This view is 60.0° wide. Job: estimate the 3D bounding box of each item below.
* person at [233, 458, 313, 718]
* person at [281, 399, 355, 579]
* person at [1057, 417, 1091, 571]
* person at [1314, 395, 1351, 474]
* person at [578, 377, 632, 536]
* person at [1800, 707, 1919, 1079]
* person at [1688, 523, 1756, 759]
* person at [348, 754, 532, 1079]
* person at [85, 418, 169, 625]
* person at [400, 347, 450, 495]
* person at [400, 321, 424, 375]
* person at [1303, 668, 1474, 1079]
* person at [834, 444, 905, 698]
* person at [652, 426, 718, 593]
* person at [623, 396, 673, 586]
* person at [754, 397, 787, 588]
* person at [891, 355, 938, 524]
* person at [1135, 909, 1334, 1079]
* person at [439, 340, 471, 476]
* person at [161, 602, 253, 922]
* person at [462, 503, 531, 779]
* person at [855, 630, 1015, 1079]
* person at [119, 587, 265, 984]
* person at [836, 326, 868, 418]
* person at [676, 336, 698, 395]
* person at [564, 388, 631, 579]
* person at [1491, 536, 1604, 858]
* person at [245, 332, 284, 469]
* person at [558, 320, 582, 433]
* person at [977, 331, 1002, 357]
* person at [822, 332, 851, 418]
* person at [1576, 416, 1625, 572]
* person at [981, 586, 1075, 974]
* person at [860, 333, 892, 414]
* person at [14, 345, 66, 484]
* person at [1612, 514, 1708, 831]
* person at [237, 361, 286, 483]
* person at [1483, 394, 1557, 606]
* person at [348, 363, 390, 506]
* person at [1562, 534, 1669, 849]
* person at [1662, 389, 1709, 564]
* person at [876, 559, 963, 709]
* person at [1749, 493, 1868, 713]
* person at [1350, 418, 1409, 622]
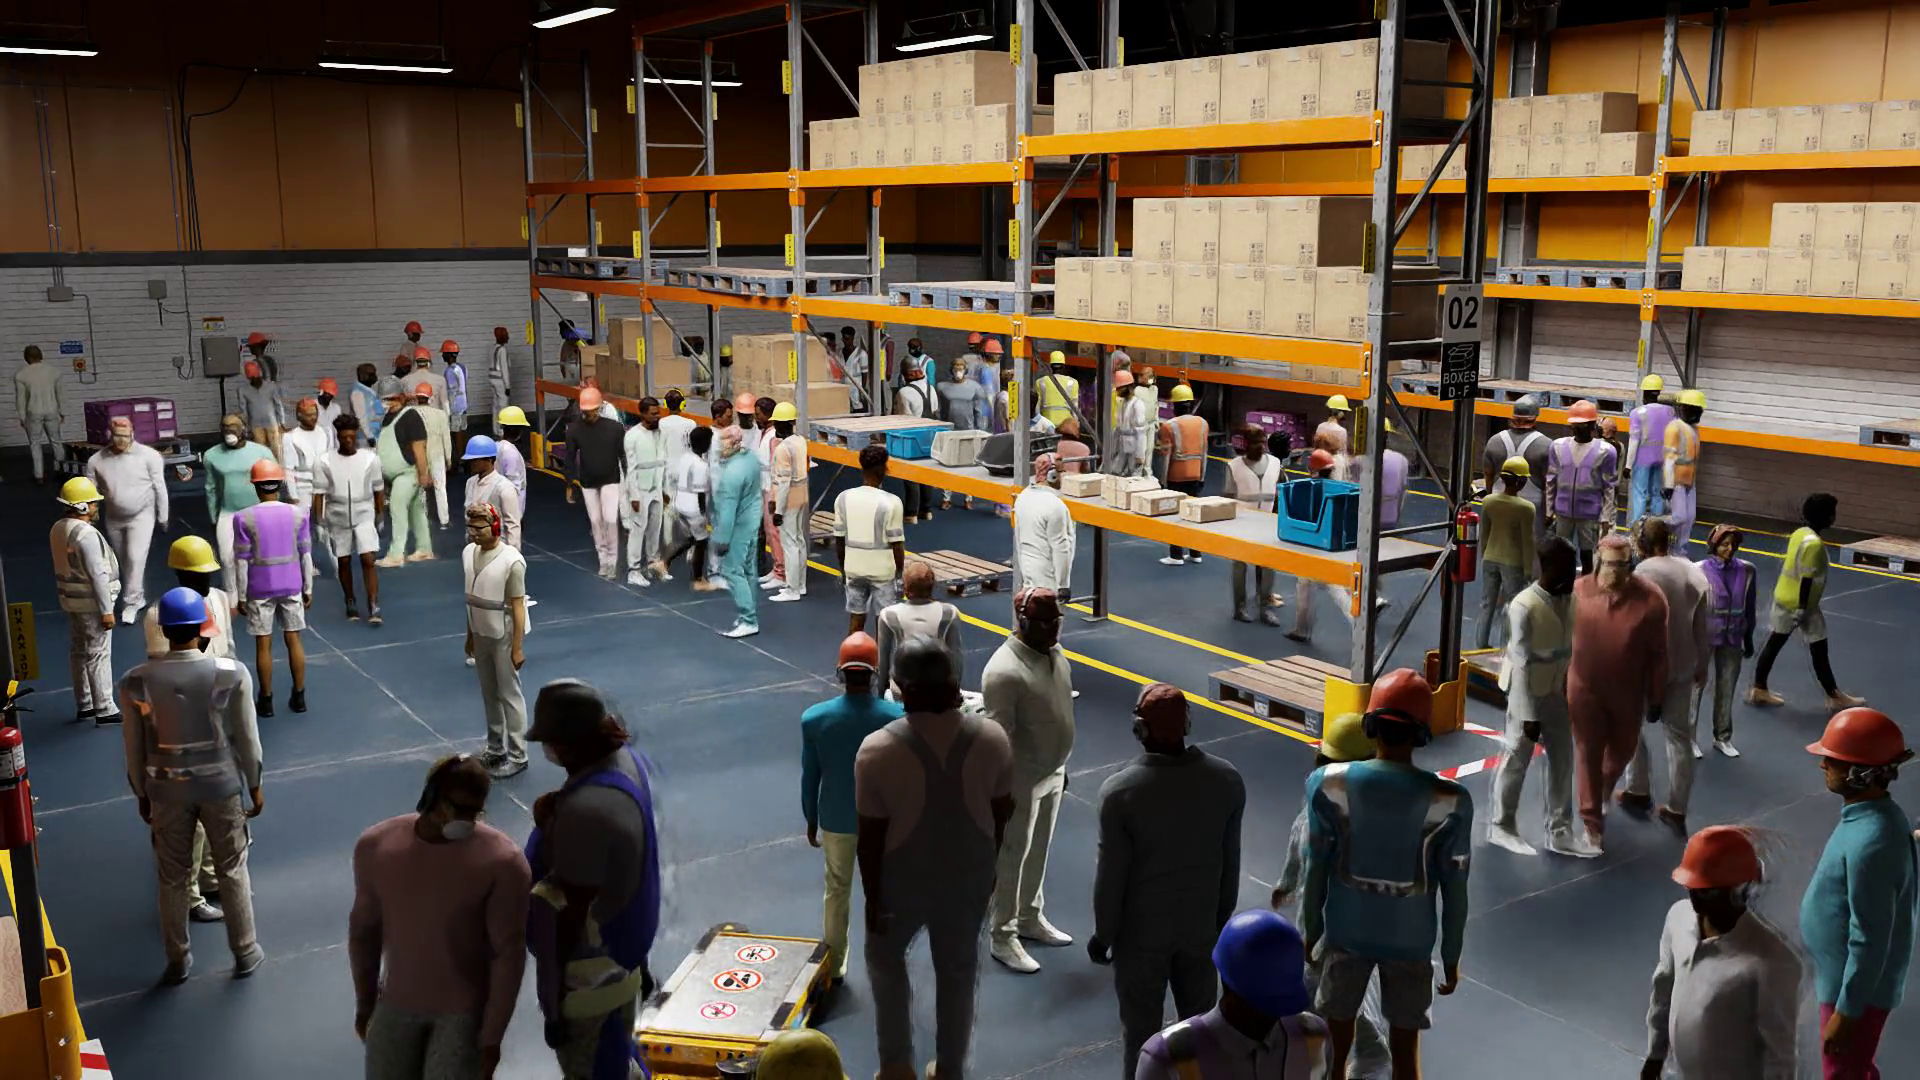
[{"bbox_3d":[-5.091,0.354,12.355,0.550,1.923,0.391,-9,14,-37],"label":"person"},{"bbox_3d":[-6.523,-0.496,16.880,0.899,1.844,0.603,9,14,38],"label":"person"},{"bbox_3d":[1.125,-0.488,17.489,0.521,1.584,0.598,-2,11,-9],"label":"person"},{"bbox_3d":[4.068,-0.706,18.187,0.335,1.762,0.526,-4,12,-21],"label":"person"},{"bbox_3d":[-4.041,-0.942,19.162,0.754,1.857,0.395,8,13,34],"label":"person"},{"bbox_3d":[3.167,1.567,5.950,0.395,1.993,0.616,6,13,30],"label":"person"},{"bbox_3d":[5.173,0.689,11.383,0.519,1.633,0.311,-1,11,-5],"label":"person"},{"bbox_3d":[-1.834,1.653,5.803,0.707,1.890,0.423,2,11,9],"label":"person"},{"bbox_3d":[-7.611,-0.176,15.177,0.705,1.870,0.782,-1,11,-3],"label":"person"},{"bbox_3d":[-7.037,-1.543,21.896,0.619,1.985,0.406,-3,11,-14],"label":"person"},{"bbox_3d":[-8.917,-2.582,27.210,0.417,1.985,0.626,1,11,8],"label":"person"},{"bbox_3d":[1.606,1.482,6.313,0.605,2.031,0.419,4,12,18],"label":"person"},{"bbox_3d":[-0.676,0.237,12.832,0.613,1.963,0.362,6,13,29],"label":"person"},{"bbox_3d":[-2.666,-0.283,16.245,0.579,1.671,0.572,-6,13,-29],"label":"person"},{"bbox_3d":[-3.154,-0.499,16.762,0.401,1.909,0.589,6,13,29],"label":"person"},{"bbox_3d":[-1.855,-0.480,16.665,0.386,1.905,0.602,-3,11,-13],"label":"person"},{"bbox_3d":[-0.600,-1.222,20.104,0.536,2.000,0.684,8,13,34],"label":"person"},{"bbox_3d":[0.737,1.890,4.442,0.602,1.939,0.397,-5,12,-24],"label":"person"},{"bbox_3d":[-7.227,-1.886,23.768,0.362,1.939,0.542,1,11,3],"label":"person"},{"bbox_3d":[-4.001,1.150,8.746,0.354,1.738,0.574,0,11,-2],"label":"person"},{"bbox_3d":[-3.071,0.652,11.049,0.561,1.836,0.394,9,14,37],"label":"person"},{"bbox_3d":[-0.125,1.353,6.926,0.688,2.000,0.538,-3,12,-17],"label":"person"},{"bbox_3d":[-3.690,1.185,8.051,0.610,1.939,0.405,-3,11,-15],"label":"person"},{"bbox_3d":[-1.754,-2.418,26.417,0.607,1.965,0.366,5,12,25],"label":"person"},{"bbox_3d":[-4.244,-2.243,25.851,0.342,1.839,0.504,8,14,36],"label":"person"},{"bbox_3d":[-3.708,-0.568,16.939,0.666,1.962,0.729,0,11,0],"label":"person"},{"bbox_3d":[3.400,0.928,9.509,0.608,1.893,0.788,-9,14,-38],"label":"person"},{"bbox_3d":[-10.232,-2.001,24.183,0.952,1.997,0.628,-1,11,-7],"label":"person"},{"bbox_3d":[-6.613,-2.776,28.285,0.374,1.958,0.599,-7,13,-32],"label":"person"},{"bbox_3d":[0.486,-3.212,30.841,0.619,1.836,0.432,10,15,41],"label":"person"},{"bbox_3d":[-1.948,-2.239,25.590,0.410,1.936,0.645,8,13,34],"label":"person"},{"bbox_3d":[6.664,-0.467,17.270,0.513,1.641,0.307,-6,13,-28],"label":"person"},{"bbox_3d":[0.372,1.161,8.254,0.400,1.907,0.644,7,13,31],"label":"person"},{"bbox_3d":[-1.547,-3.182,30.687,0.571,1.831,0.411,-2,11,-11],"label":"person"},{"bbox_3d":[-12.717,-1.737,23.040,0.382,1.930,0.655,10,15,40],"label":"person"},{"bbox_3d":[4.247,0.789,10.170,0.726,1.893,0.725,-3,11,-13],"label":"person"},{"bbox_3d":[-9.580,-1.602,22.839,0.579,1.724,0.406,-4,12,-19],"label":"person"},{"bbox_3d":[5.309,-0.359,15.690,0.682,2.000,0.537,9,14,38],"label":"person"},{"bbox_3d":[-7.531,-1.344,21.261,0.463,1.838,0.652,0,11,1],"label":"person"},{"bbox_3d":[3.844,0.862,9.892,0.657,1.880,0.846,3,11,15],"label":"person"},{"bbox_3d":[7.578,-0.646,17.524,0.607,1.900,0.523,-8,14,-36],"label":"person"},{"bbox_3d":[-0.266,0.906,10.275,0.540,1.614,0.674,-1,11,-8],"label":"person"},{"bbox_3d":[6.387,0.467,12.406,0.851,1.651,0.547,2,11,10],"label":"person"},{"bbox_3d":[3.775,-0.173,15.104,0.634,1.893,0.549,-4,12,-19],"label":"person"}]
